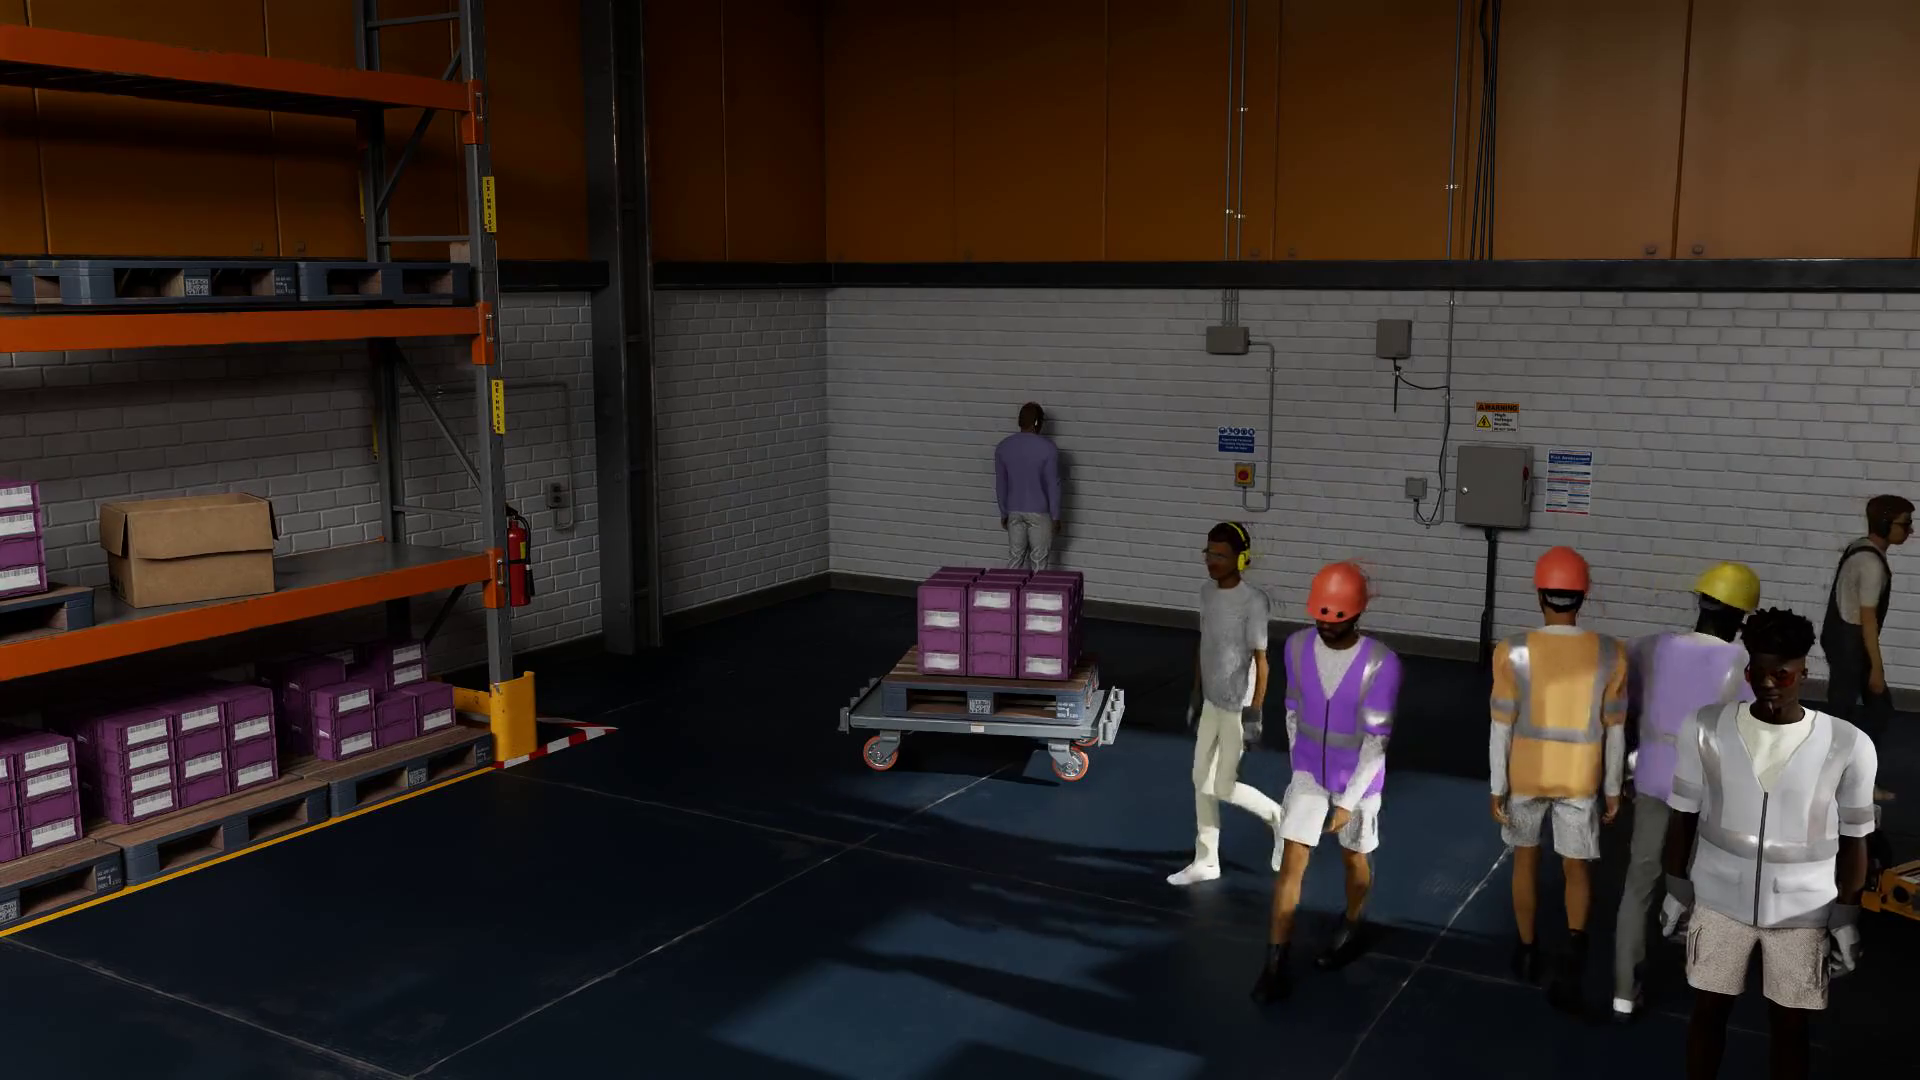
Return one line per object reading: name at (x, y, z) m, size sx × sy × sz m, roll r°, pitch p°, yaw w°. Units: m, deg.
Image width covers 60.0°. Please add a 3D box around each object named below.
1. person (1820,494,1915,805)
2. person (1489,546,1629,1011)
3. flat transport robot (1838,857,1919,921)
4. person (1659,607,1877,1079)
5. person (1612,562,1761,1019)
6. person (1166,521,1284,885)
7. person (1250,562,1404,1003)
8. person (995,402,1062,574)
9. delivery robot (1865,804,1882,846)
person at (5.083, 0.640, 9.302) m, size 0.644 × 1.818 × 0.551 m, roll 5°, pitch 10°, yaw 27°
person at (2.454, 0.986, 6.857) m, size 0.552 × 1.909 × 0.783 m, roll 2°, pitch 9°, yaw 14°
flat transport robot at (4.845, 1.700, 7.516) m, size 0.652 × 0.197 × 1.431 m, roll -5°, pitch 10°, yaw -29°
person at (2.633, 1.183, 5.469) m, size 0.617 × 1.964 × 0.361 m, roll 6°, pitch 11°, yaw 31°
person at (3.016, 1.012, 6.896) m, size 0.644 × 1.849 × 0.999 m, roll 8°, pitch 12°, yaw 39°
person at (1.361, 0.808, 8.210) m, size 0.604 × 1.846 × 0.552 m, roll -4°, pitch 10°, yaw -25°
person at (1.570, 0.995, 6.925) m, size 0.544 × 1.864 × 0.974 m, roll 6°, pitch 11°, yaw 33°
person at (0.599, -0.219, 14.322) m, size 0.627 × 1.934 × 0.372 m, roll 6°, pitch 11°, yaw 32°
delivery robot at (4.224, 1.372, 8.391) m, size 0.477 × 0.478 × 0.707 m, roll -6°, pitch 11°, yaw -33°
